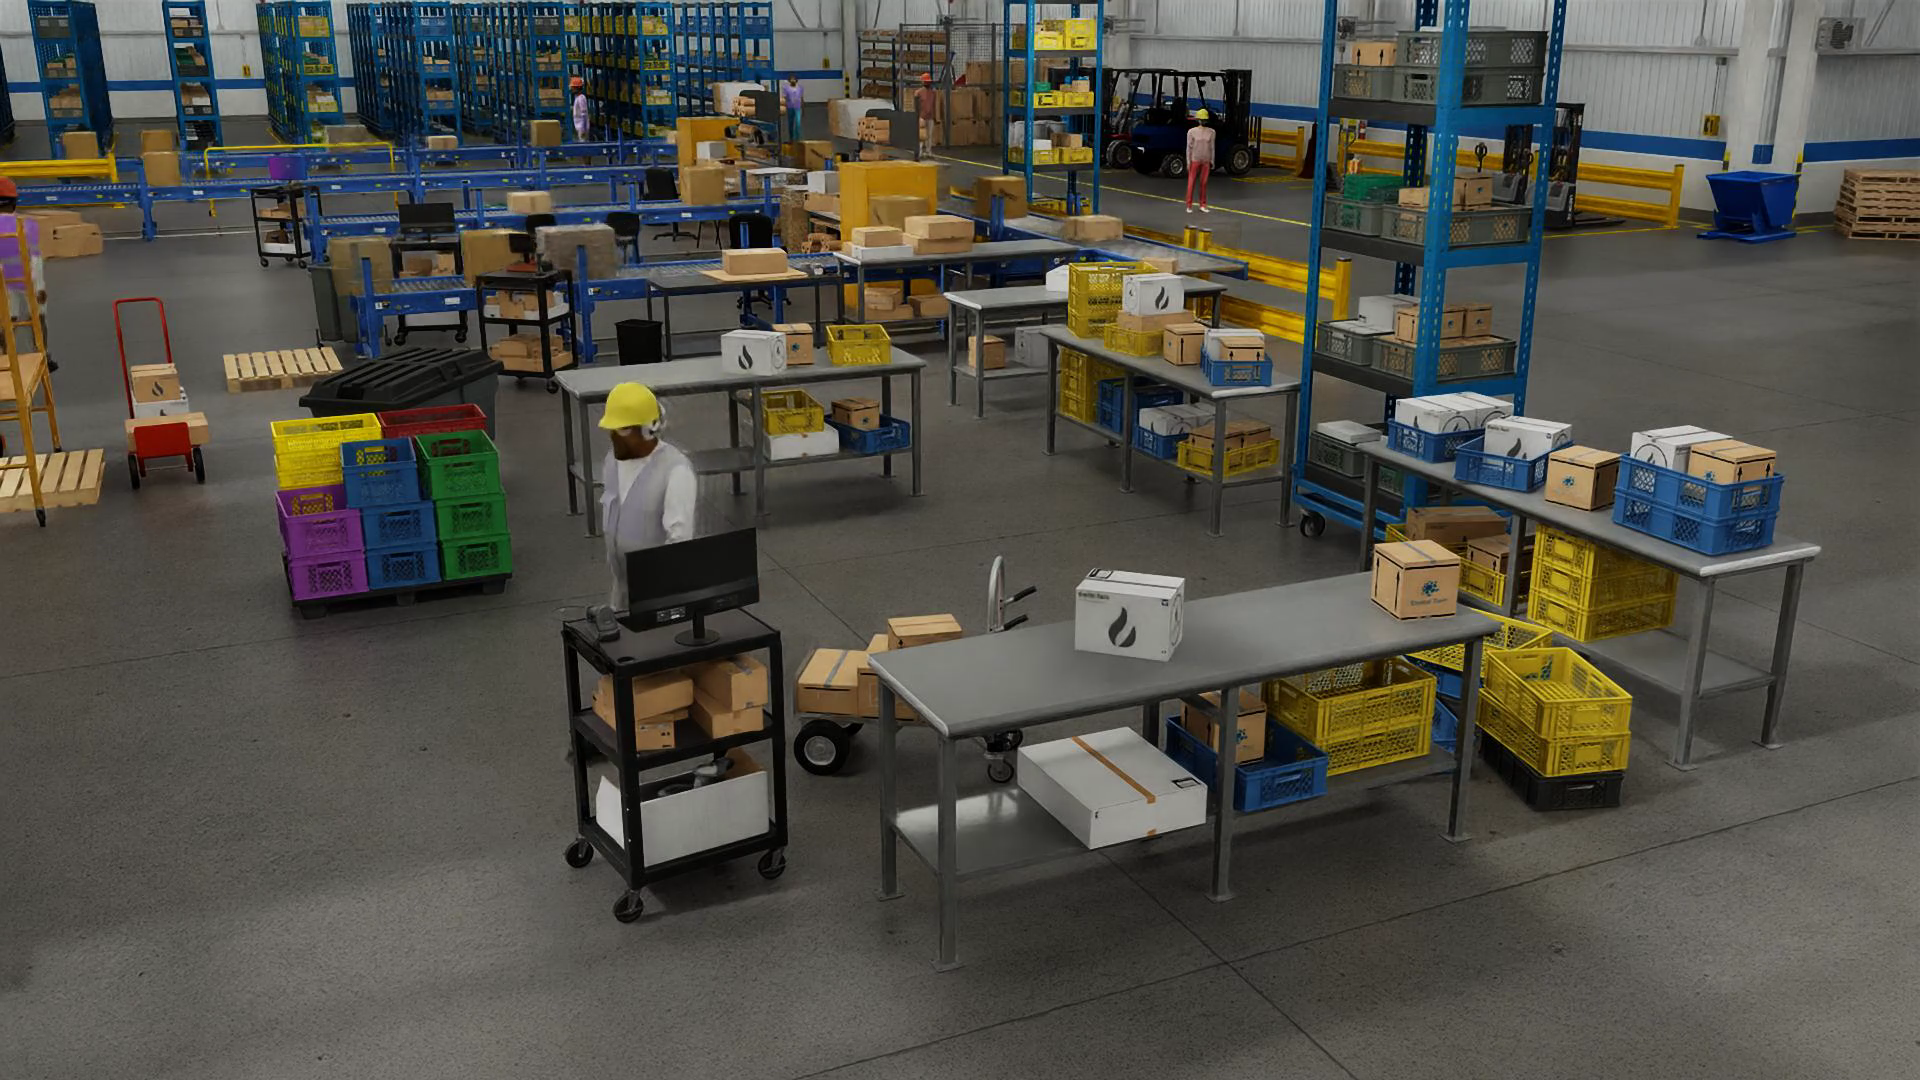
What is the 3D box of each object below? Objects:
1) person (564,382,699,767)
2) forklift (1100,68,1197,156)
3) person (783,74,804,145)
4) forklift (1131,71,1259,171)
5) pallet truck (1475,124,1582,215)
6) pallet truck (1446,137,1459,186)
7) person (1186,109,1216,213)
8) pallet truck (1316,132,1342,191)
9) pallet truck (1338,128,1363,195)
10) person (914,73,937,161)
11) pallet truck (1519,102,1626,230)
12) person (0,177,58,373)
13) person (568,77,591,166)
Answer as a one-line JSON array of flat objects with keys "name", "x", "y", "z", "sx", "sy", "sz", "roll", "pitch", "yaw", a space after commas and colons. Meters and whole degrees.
[{"name": "person", "x": -1.428, "y": 0.145, "z": 7.668, "sx": 0.601, "sy": 1.787, "sz": 0.926, "roll": 13, "pitch": 22, "yaw": 36}, {"name": "forklift", "x": 4.082, "y": -9.564, "z": 37.410, "sx": 2.680, "sy": 1.987, "sz": 1.157, "roll": -8, "pitch": 19, "yaw": -23}, {"name": "person", "x": -4.397, "y": -11.382, "z": 43.936, "sx": 0.575, "sy": 1.816, "sz": 0.869, "roll": -2, "pitch": 18, "yaw": -8}, {"name": "forklift", "x": 4.998, "y": -8.936, "z": 35.413, "sx": 2.680, "sy": 1.987, "sz": 1.157, "roll": -9, "pitch": 20, "yaw": -25}, {"name": "pallet truck", "x": 9.707, "y": -6.455, "z": 28.103, "sx": 1.885, "sy": 1.965, "sz": 0.823, "roll": -7, "pitch": 19, "yaw": -20}, {"name": "pallet truck", "x": 9.184, "y": -6.485, "z": 29.328, "sx": 1.630, "sy": 1.274, "sz": 0.653, "roll": -8, "pitch": 19, "yaw": -23}, {"name": "person", "x": 4.169, "y": -6.557, "z": 28.800, "sx": 0.523, "sy": 1.769, "sz": 0.322, "roll": -4, "pitch": 18, "yaw": -13}, {"name": "pallet truck", "x": 7.723, "y": -7.504, "z": 32.656, "sx": 1.601, "sy": 1.201, "sz": 0.680, "roll": -8, "pitch": 19, "yaw": -23}, {"name": "pallet truck", "x": 7.845, "y": -7.140, "z": 31.411, "sx": 1.522, "sy": 1.261, "sz": 0.704, "roll": -9, "pitch": 20, "yaw": -25}, {"name": "person", "x": -0.794, "y": -9.909, "z": 38.988, "sx": 0.611, "sy": 1.995, "sz": 0.380, "roll": -15, "pitch": 23, "yaw": -39}, {"name": "pallet truck", "x": 9.972, "y": -6.037, "z": 26.785, "sx": 1.885, "sy": 1.965, "sz": 0.823, "roll": -9, "pitch": 20, "yaw": -25}, {"name": "person", "x": -8.859, "y": -2.424, "z": 15.570, "sx": 0.558, "sy": 1.902, "sz": 0.949, "roll": -2, "pitch": 18, "yaw": -8}, {"name": "person", "x": -8.034, "y": -8.738, "z": 35.219, "sx": 0.388, "sy": 2.045, "sz": 0.605, "roll": -6, "pitch": 19, "yaw": -18}]
